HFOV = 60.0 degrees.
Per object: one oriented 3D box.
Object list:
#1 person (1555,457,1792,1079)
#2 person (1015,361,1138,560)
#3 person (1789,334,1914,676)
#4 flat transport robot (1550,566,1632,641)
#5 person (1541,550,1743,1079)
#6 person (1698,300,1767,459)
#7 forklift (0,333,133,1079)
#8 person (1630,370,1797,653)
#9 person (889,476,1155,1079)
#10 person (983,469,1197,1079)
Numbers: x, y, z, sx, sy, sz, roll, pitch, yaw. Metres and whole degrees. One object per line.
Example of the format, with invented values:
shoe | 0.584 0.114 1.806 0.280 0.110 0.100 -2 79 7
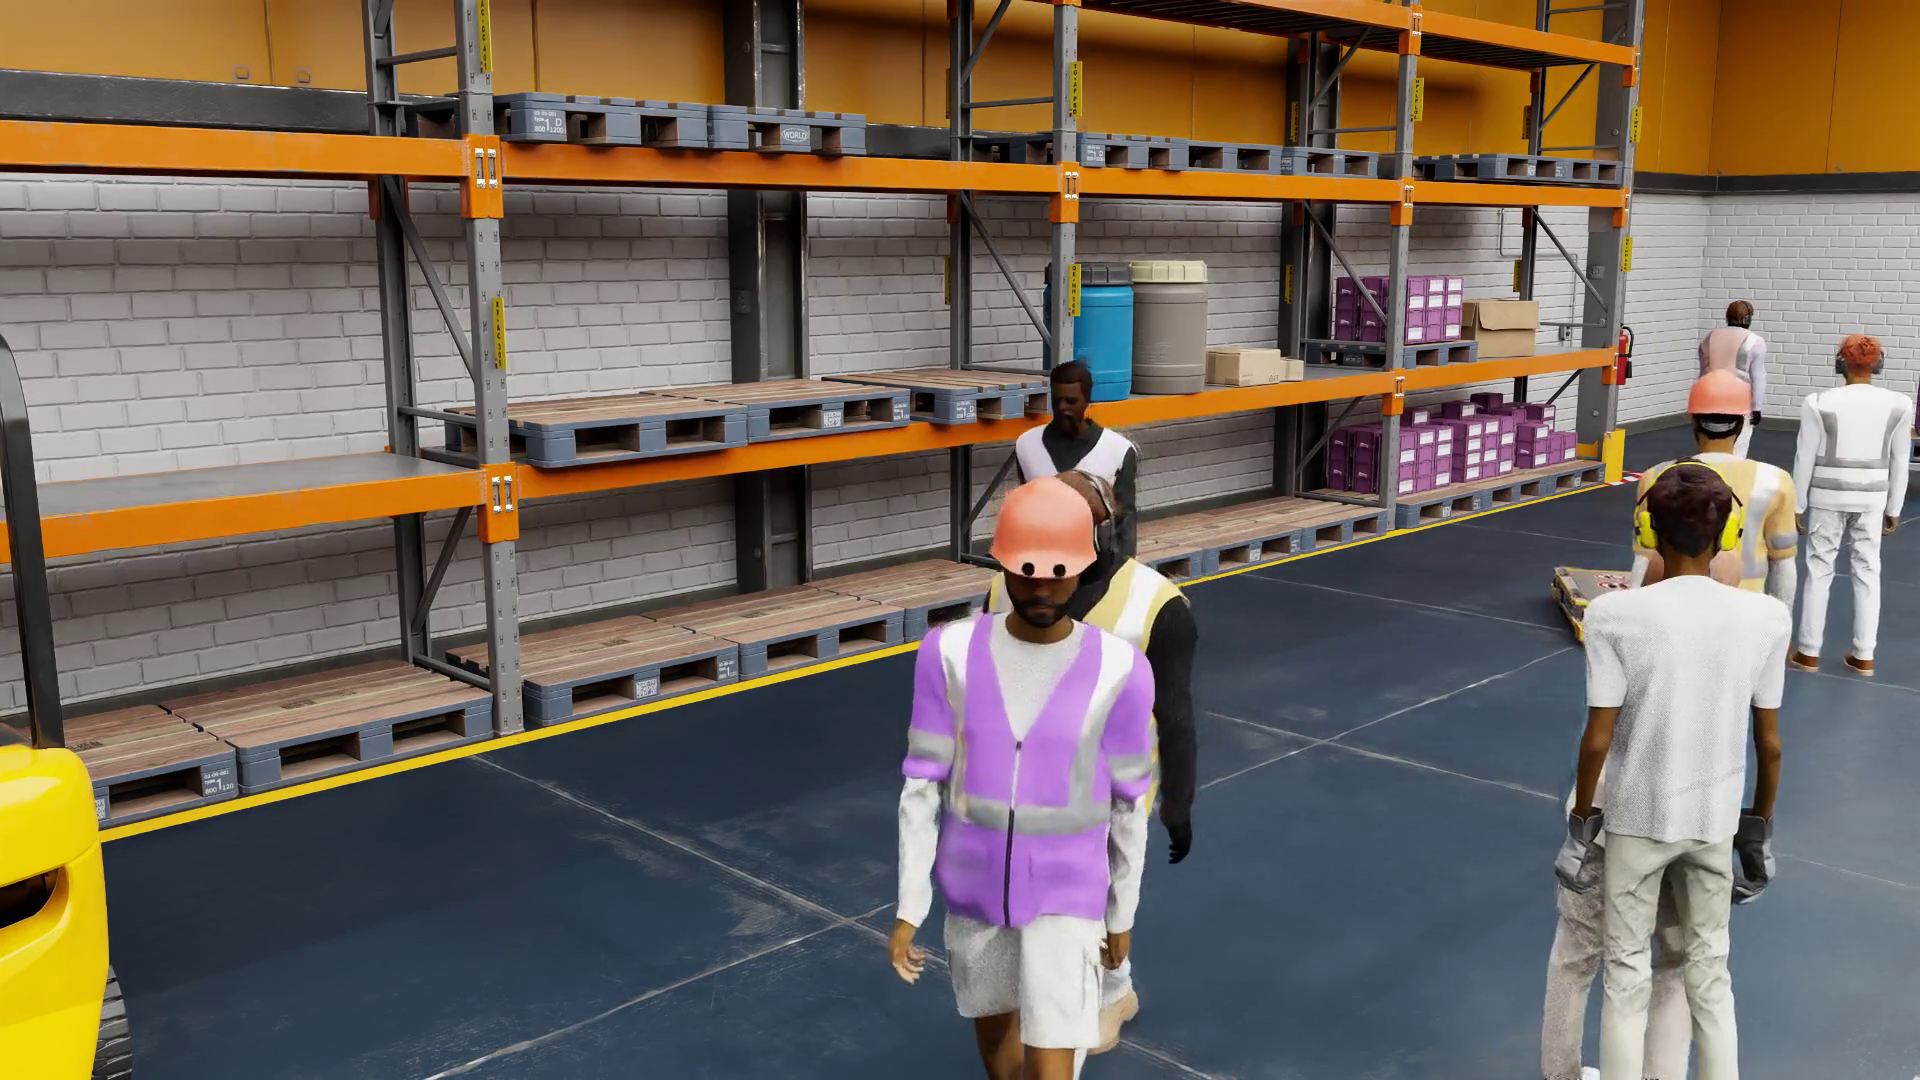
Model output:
person | 1.764 0.729 4.150 0.528 1.865 0.313 1 10 3
person | 0.538 0.107 7.589 0.601 1.863 1.051 5 11 23
person | 4.883 -0.191 9.148 0.576 1.876 0.341 2 11 13
flat transport robot | 4.099 0.393 10.330 0.652 0.197 1.431 2 11 13
person | 1.821 0.799 4.425 0.387 1.613 0.518 -4 11 -22
person | 6.881 -1.215 14.849 0.430 1.835 0.630 -6 12 -32
forklift | -3.289 0.485 4.582 1.214 2.155 2.313 -10 14 -44
person | 2.909 0.295 6.447 0.570 1.892 0.957 6 12 29
person | 0.152 0.784 3.788 0.553 1.900 0.954 3 11 14
person | 0.319 0.685 4.596 0.651 1.795 0.978 7 12 33
